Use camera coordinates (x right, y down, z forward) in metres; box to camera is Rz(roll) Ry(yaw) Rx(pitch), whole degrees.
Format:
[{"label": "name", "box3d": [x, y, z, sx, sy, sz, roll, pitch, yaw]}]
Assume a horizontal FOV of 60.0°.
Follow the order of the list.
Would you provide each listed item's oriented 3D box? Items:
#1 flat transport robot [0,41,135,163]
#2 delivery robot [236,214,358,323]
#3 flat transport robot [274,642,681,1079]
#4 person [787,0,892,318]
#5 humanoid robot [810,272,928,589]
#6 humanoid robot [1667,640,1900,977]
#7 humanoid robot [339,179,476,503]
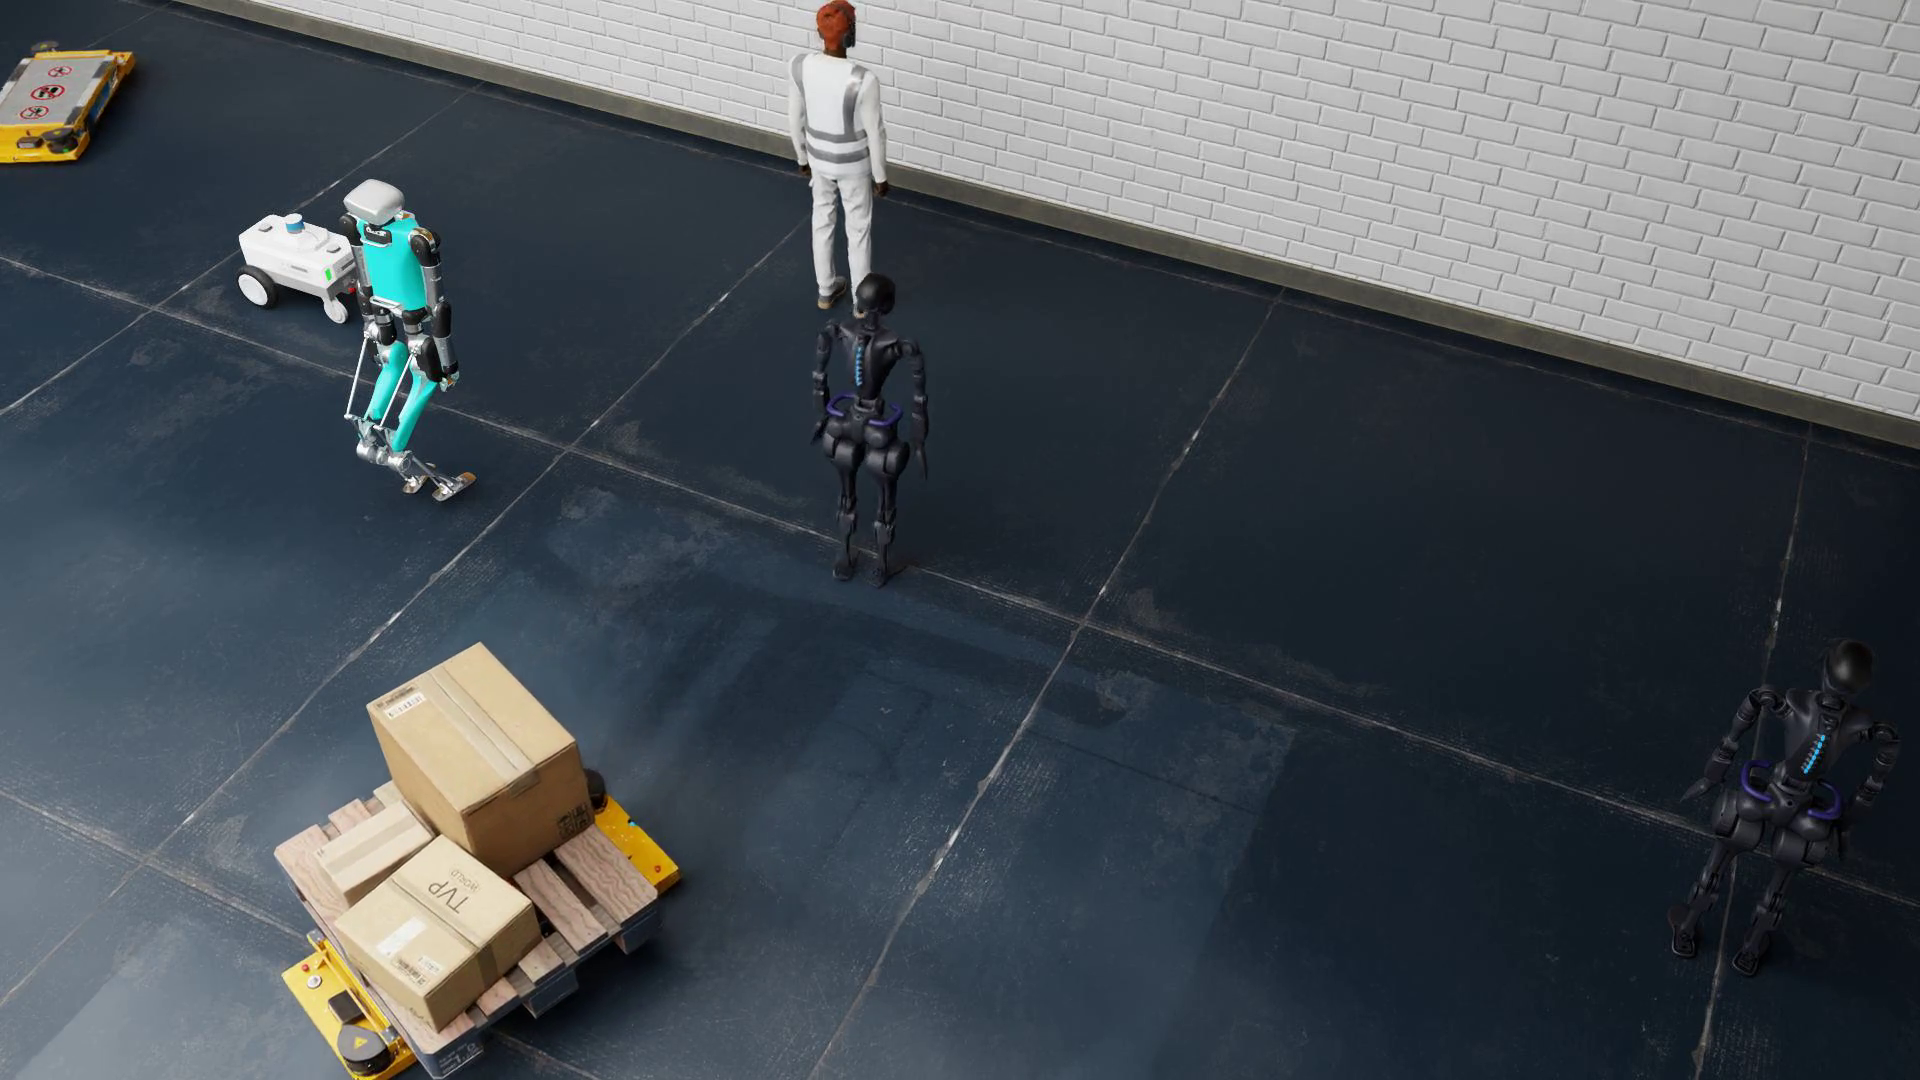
[{"label": "flat transport robot", "box3d": [-6.277, -3.048, 11.544, 0.659, 0.231, 1.431, -4, 43, -4]}, {"label": "delivery robot", "box3d": [-3.861, -1.653, 9.807, 0.739, 0.566, 0.499, 18, 46, 19]}, {"label": "flat transport robot", "box3d": [-1.894, 1.508, 6.628, 1.431, 0.231, 0.659, -32, 52, -30]}, {"label": "person", "box3d": [-0.666, -2.115, 9.353, 0.583, 1.880, 0.339, 18, 46, 18]}, {"label": "humanoid robot", "box3d": [-0.445, -0.489, 7.754, 0.609, 1.645, 0.427, 14, 45, 14]}, {"label": "humanoid robot", "box3d": [3.011, 0.989, 6.142, 0.599, 1.657, 0.315, 18, 46, 19]}, {"label": "humanoid robot", "box3d": [-2.759, -0.842, 7.989, 0.533, 1.673, 0.735, 18, 46, 19]}]
